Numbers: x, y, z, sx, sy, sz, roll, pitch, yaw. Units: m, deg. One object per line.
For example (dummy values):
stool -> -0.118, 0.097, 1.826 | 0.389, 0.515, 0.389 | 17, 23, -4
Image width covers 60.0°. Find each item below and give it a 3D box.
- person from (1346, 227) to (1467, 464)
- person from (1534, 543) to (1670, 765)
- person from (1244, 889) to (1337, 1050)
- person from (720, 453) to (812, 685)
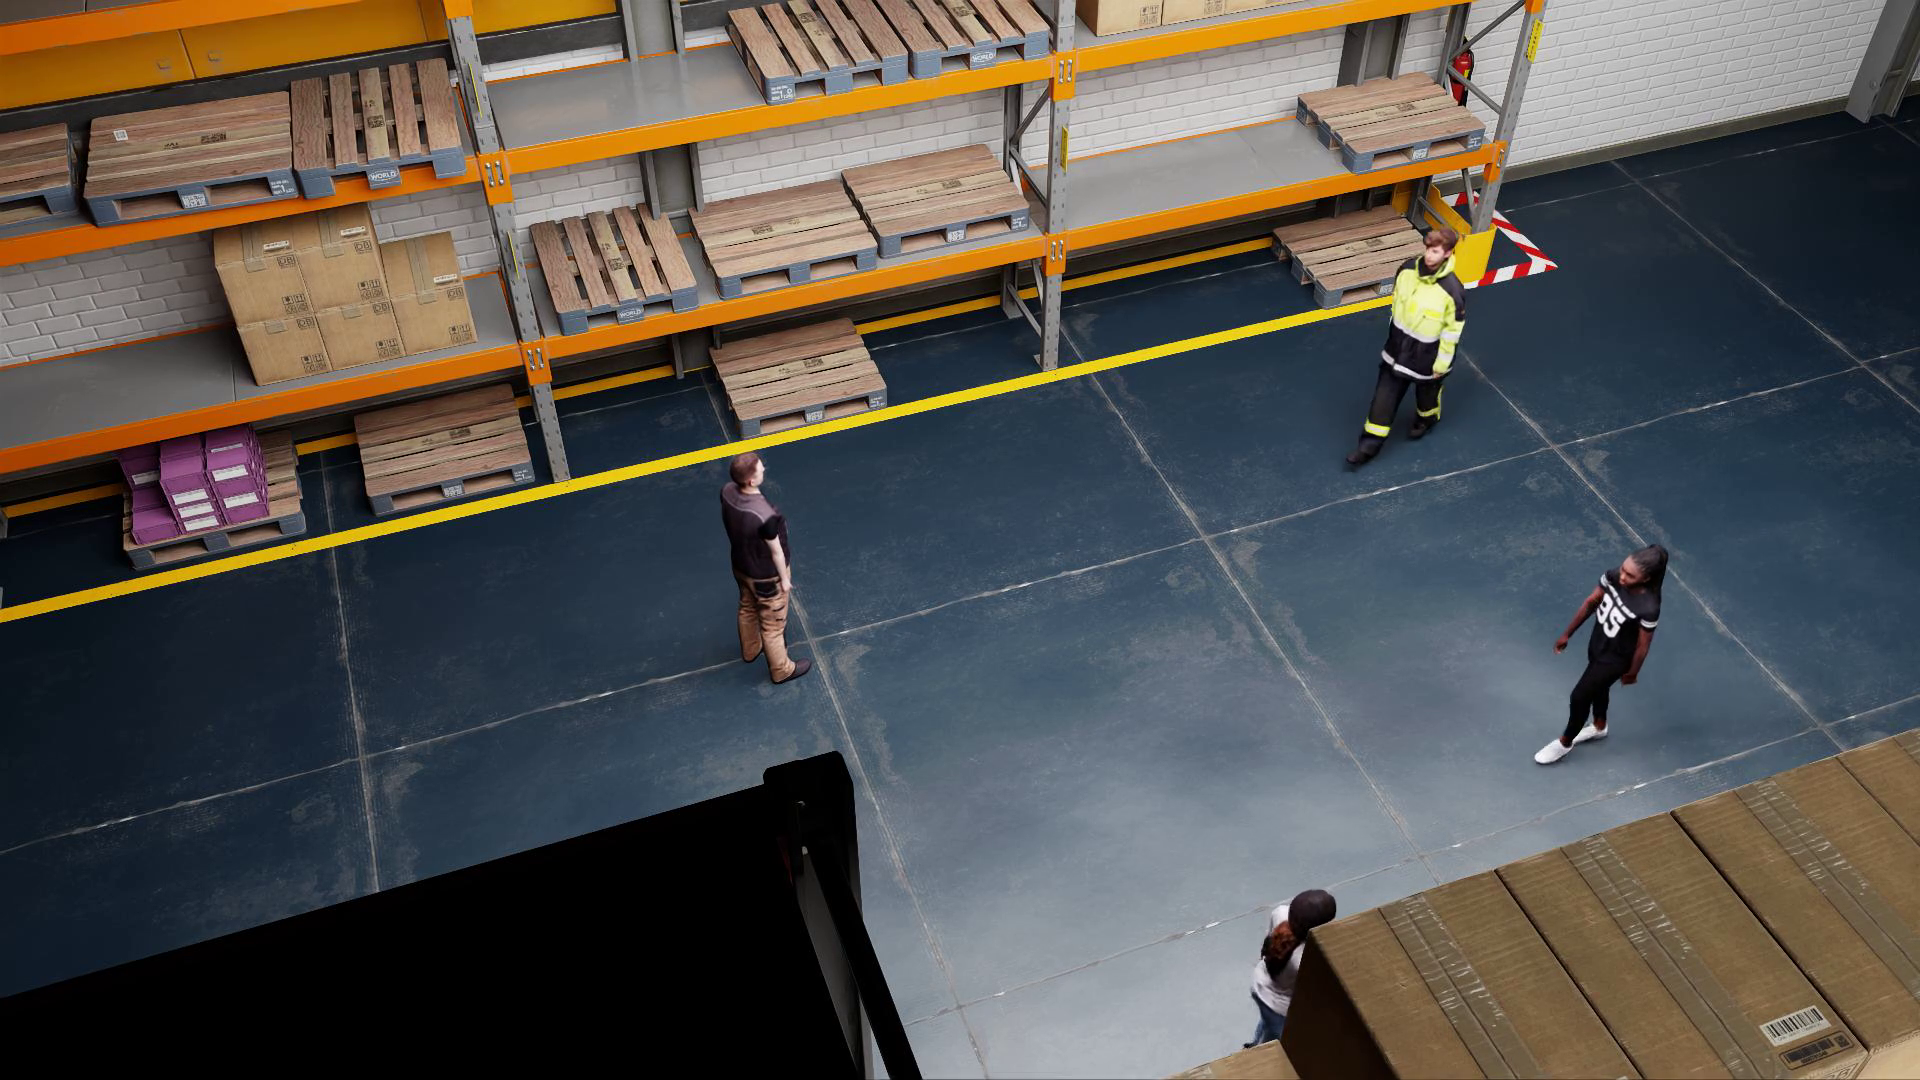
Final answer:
person -> 3.460, -1.468, 12.291 | 1.355, 1.936, 1.112 | -34, 53, -30
person -> 4.068, 0.669, 10.209 | 0.818, 1.715, 0.651 | -9, 44, -10
person -> 1.599, 2.338, 8.458 | 0.626, 1.713, 0.604 | -13, 45, -13
person -> -1.297, 0.162, 10.648 | 0.743, 1.842, 0.765 | -34, 53, -30
